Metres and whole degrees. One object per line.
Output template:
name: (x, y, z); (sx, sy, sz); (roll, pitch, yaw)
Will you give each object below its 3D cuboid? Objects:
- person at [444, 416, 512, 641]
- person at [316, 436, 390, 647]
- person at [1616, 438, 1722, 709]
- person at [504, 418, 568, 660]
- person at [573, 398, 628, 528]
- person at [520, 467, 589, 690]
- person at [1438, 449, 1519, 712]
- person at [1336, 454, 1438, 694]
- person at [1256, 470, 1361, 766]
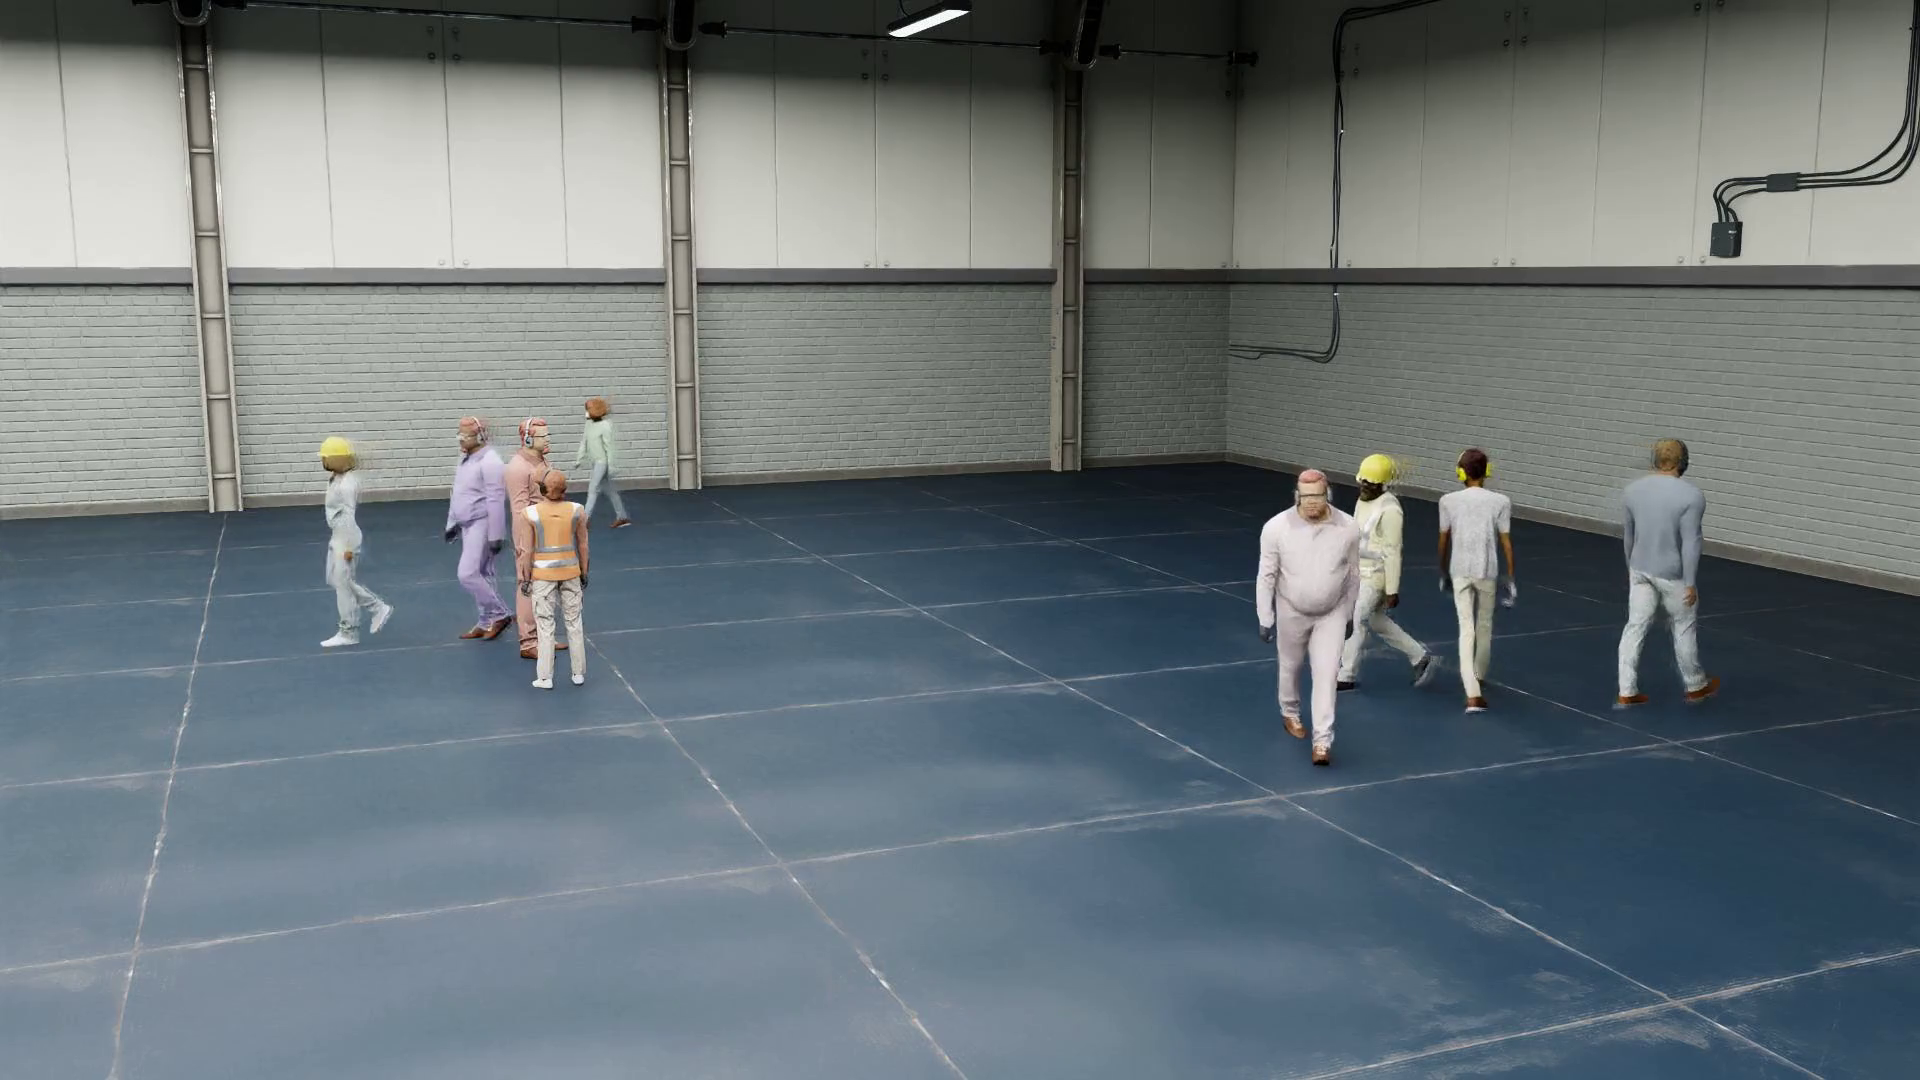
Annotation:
person: (-4.013, -0.084, 13.743); (0.433, 1.886, 0.694); (-6, 11, -32)
person: (-5.008, 0.005, 13.632); (0.481, 1.728, 0.504); (-5, 10, -29)
person: (5.006, 0.235, 11.678); (0.891, 1.902, 0.658); (-5, 11, -31)
person: (-3.349, -0.014, 13.223); (0.407, 1.910, 0.638); (1, 9, 3)
person: (-4.320, -0.894, 19.774); (0.877, 1.582, 0.501); (-7, 11, -37)
person: (-2.966, 0.280, 12.195); (0.522, 1.645, 0.305); (-6, 11, -31)
person: (3.666, 0.269, 11.782); (0.574, 1.809, 0.987); (3, 9, 17)
person: (3.047, 0.248, 11.986); (0.828, 1.779, 0.594); (0, 9, 0)
person: (2.202, 0.453, 10.546); (0.649, 1.845, 1.072); (1, 9, 6)
